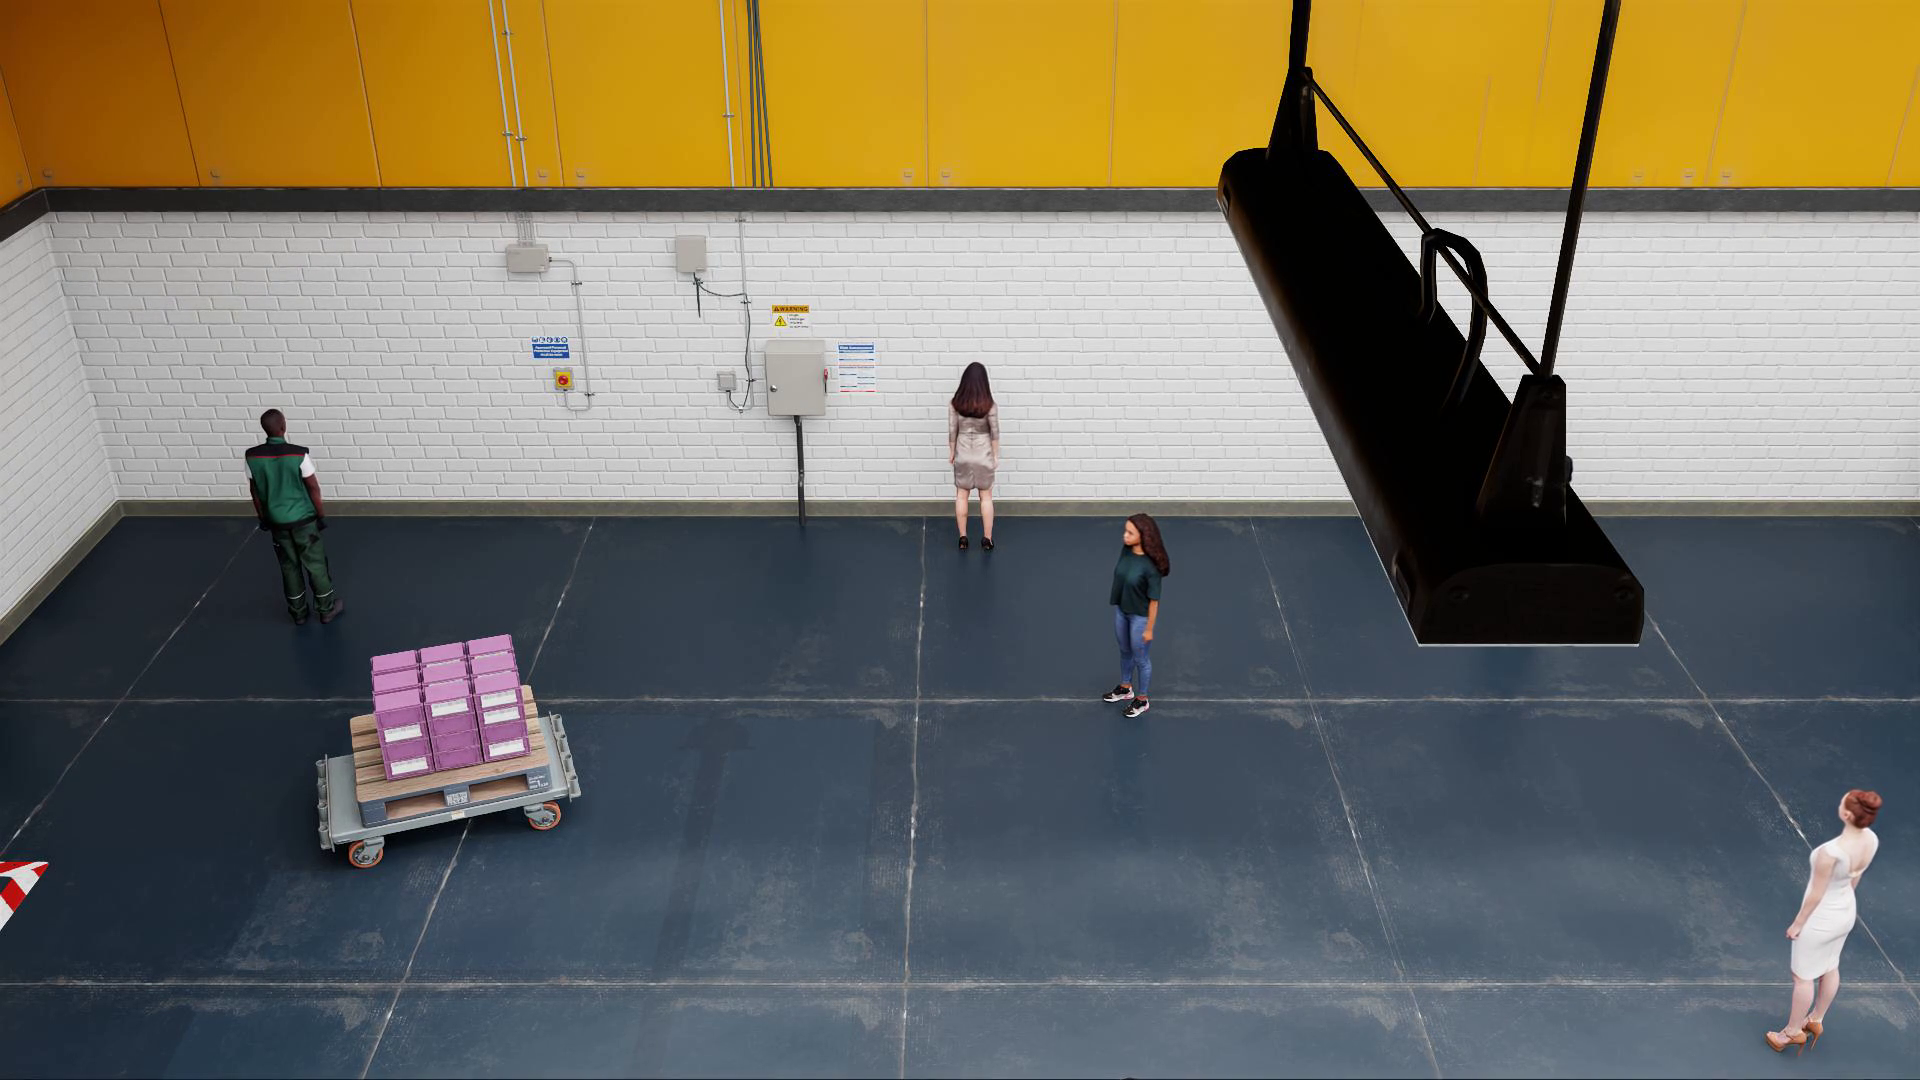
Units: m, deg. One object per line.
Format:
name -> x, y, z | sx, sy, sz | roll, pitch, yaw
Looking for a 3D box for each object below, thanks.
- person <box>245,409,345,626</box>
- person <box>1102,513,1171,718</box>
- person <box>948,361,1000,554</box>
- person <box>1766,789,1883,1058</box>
person -> -5.280, -0.179, 13.147 | 0.679, 1.838, 0.584 | -1, 29, -3
person -> 1.285, 0.530, 12.079 | 0.761, 1.616, 0.671 | -15, 32, -25
person -> 0.120, -0.695, 14.190 | 0.628, 1.745, 0.577 | 6, 29, 10
person -> 4.715, 2.079, 9.054 | 0.646, 1.793, 0.633 | -13, 31, -22
